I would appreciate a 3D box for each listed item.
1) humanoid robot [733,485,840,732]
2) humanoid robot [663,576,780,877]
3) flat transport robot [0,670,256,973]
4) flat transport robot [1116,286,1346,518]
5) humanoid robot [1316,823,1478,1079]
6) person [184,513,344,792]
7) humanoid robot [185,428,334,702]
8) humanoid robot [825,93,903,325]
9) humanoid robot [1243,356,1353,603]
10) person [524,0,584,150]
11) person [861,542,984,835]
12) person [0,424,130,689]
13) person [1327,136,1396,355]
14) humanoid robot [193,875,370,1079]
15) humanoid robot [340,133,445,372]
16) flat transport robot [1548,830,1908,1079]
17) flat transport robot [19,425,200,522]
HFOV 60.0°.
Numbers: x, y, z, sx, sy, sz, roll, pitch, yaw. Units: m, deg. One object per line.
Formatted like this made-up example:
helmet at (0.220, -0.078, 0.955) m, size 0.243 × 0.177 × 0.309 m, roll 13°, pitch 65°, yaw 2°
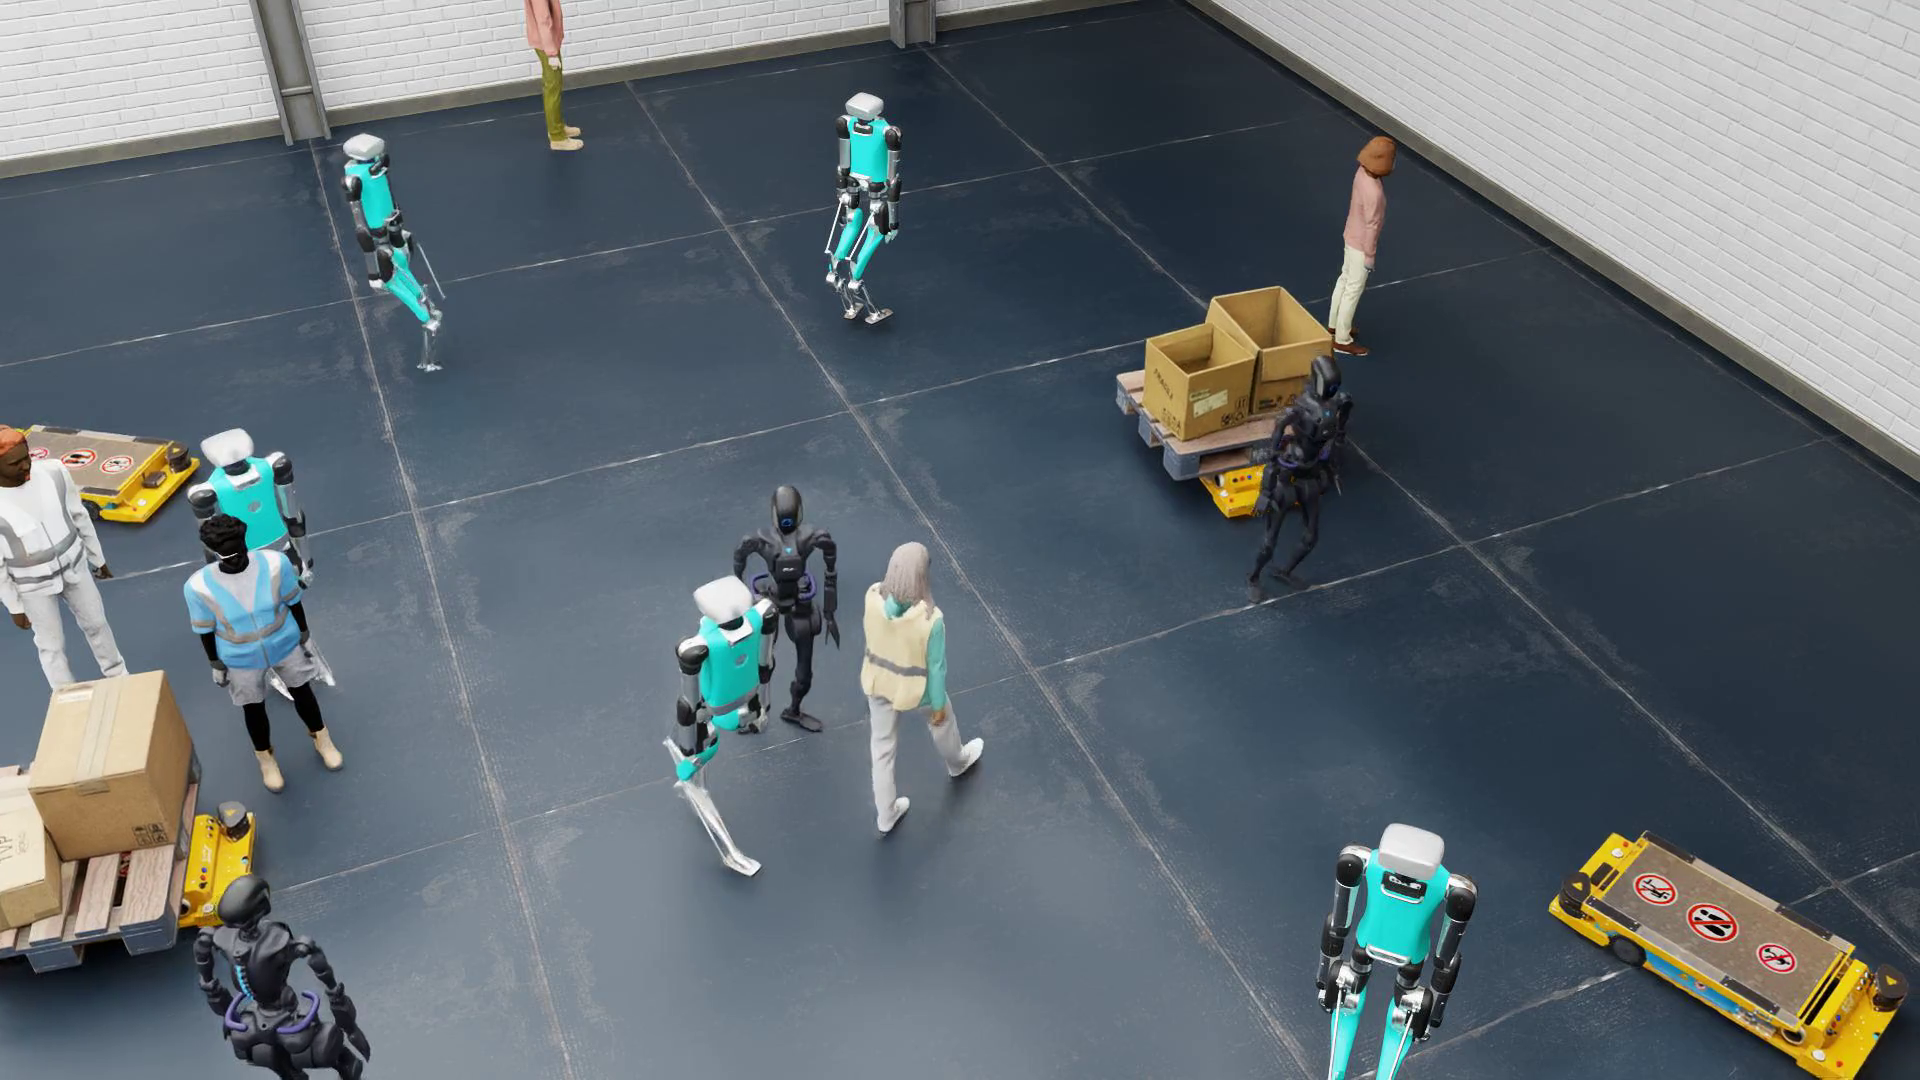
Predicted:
humanoid robot at (-0.929, 0.369, 8.643) m, size 0.596 × 1.645 × 0.402 m, roll -9°, pitch 38°, yaw -12°
humanoid robot at (-1.224, 0.798, 8.020) m, size 0.542 × 1.723 × 0.955 m, roll -31°, pitch 47°, yaw -34°
flat transport robot at (-4.219, 1.683, 8.082) m, size 1.431 × 0.231 × 0.659 m, roll -9°, pitch 38°, yaw -11°
flat transport robot at (1.790, -0.673, 11.150) m, size 0.659 × 0.231 × 1.431 m, roll -12°, pitch 39°, yaw -15°
humanoid robot at (1.602, 1.892, 6.501) m, size 0.533 × 1.671 × 0.735 m, roll 15°, pitch 40°, yaw 19°
person at (-3.519, 0.557, 8.381) m, size 0.533 × 1.693 × 0.318 m, roll -21°, pitch 42°, yaw -25°
humanoid robot at (-3.791, 0.123, 8.900) m, size 0.673 × 1.789 × 0.536 m, roll 31°, pitch 47°, yaw 34°
humanoid robot at (-0.765, -2.305, 11.959) m, size 0.533 × 1.677 × 0.735 m, roll 20°, pitch 42°, yaw 24°
humanoid robot at (1.946, -0.365, 9.596) m, size 0.612 × 1.642 × 0.382 m, roll -18°, pitch 41°, yaw -22°
person at (-3.630, -4.368, 14.672) m, size 0.350 × 1.835 × 0.535 m, roll -8°, pitch 38°, yaw -11°
person at (-0.201, 0.653, 8.261) m, size 0.477 × 1.672 × 0.843 m, roll 17°, pitch 41°, yaw 21°
person at (-4.741, 0.195, 8.702) m, size 0.350 × 1.879 × 0.578 m, roll 22°, pitch 43°, yaw 26°
person at (2.880, -2.116, 11.909) m, size 0.269 × 1.629 × 0.504 m, roll 0°, pitch 38°, yaw -1°
humanoid robot at (-2.683, 1.927, 6.607) m, size 0.610 × 1.653 × 0.313 m, roll 3°, pitch 38°, yaw 3°
humanoid robot at (-3.846, -1.915, 11.635) m, size 0.637 × 1.875 × 0.552 m, roll 6°, pitch 38°, yaw 7°
flat transport robot at (3.581, 1.905, 7.794) m, size 1.431 × 0.231 × 0.659 m, roll 31°, pitch 47°, yaw 34°
flat transport robot at (-5.803, -0.440, 10.847) m, size 1.431 × 0.231 × 0.659 m, roll 7°, pitch 38°, yaw 8°
